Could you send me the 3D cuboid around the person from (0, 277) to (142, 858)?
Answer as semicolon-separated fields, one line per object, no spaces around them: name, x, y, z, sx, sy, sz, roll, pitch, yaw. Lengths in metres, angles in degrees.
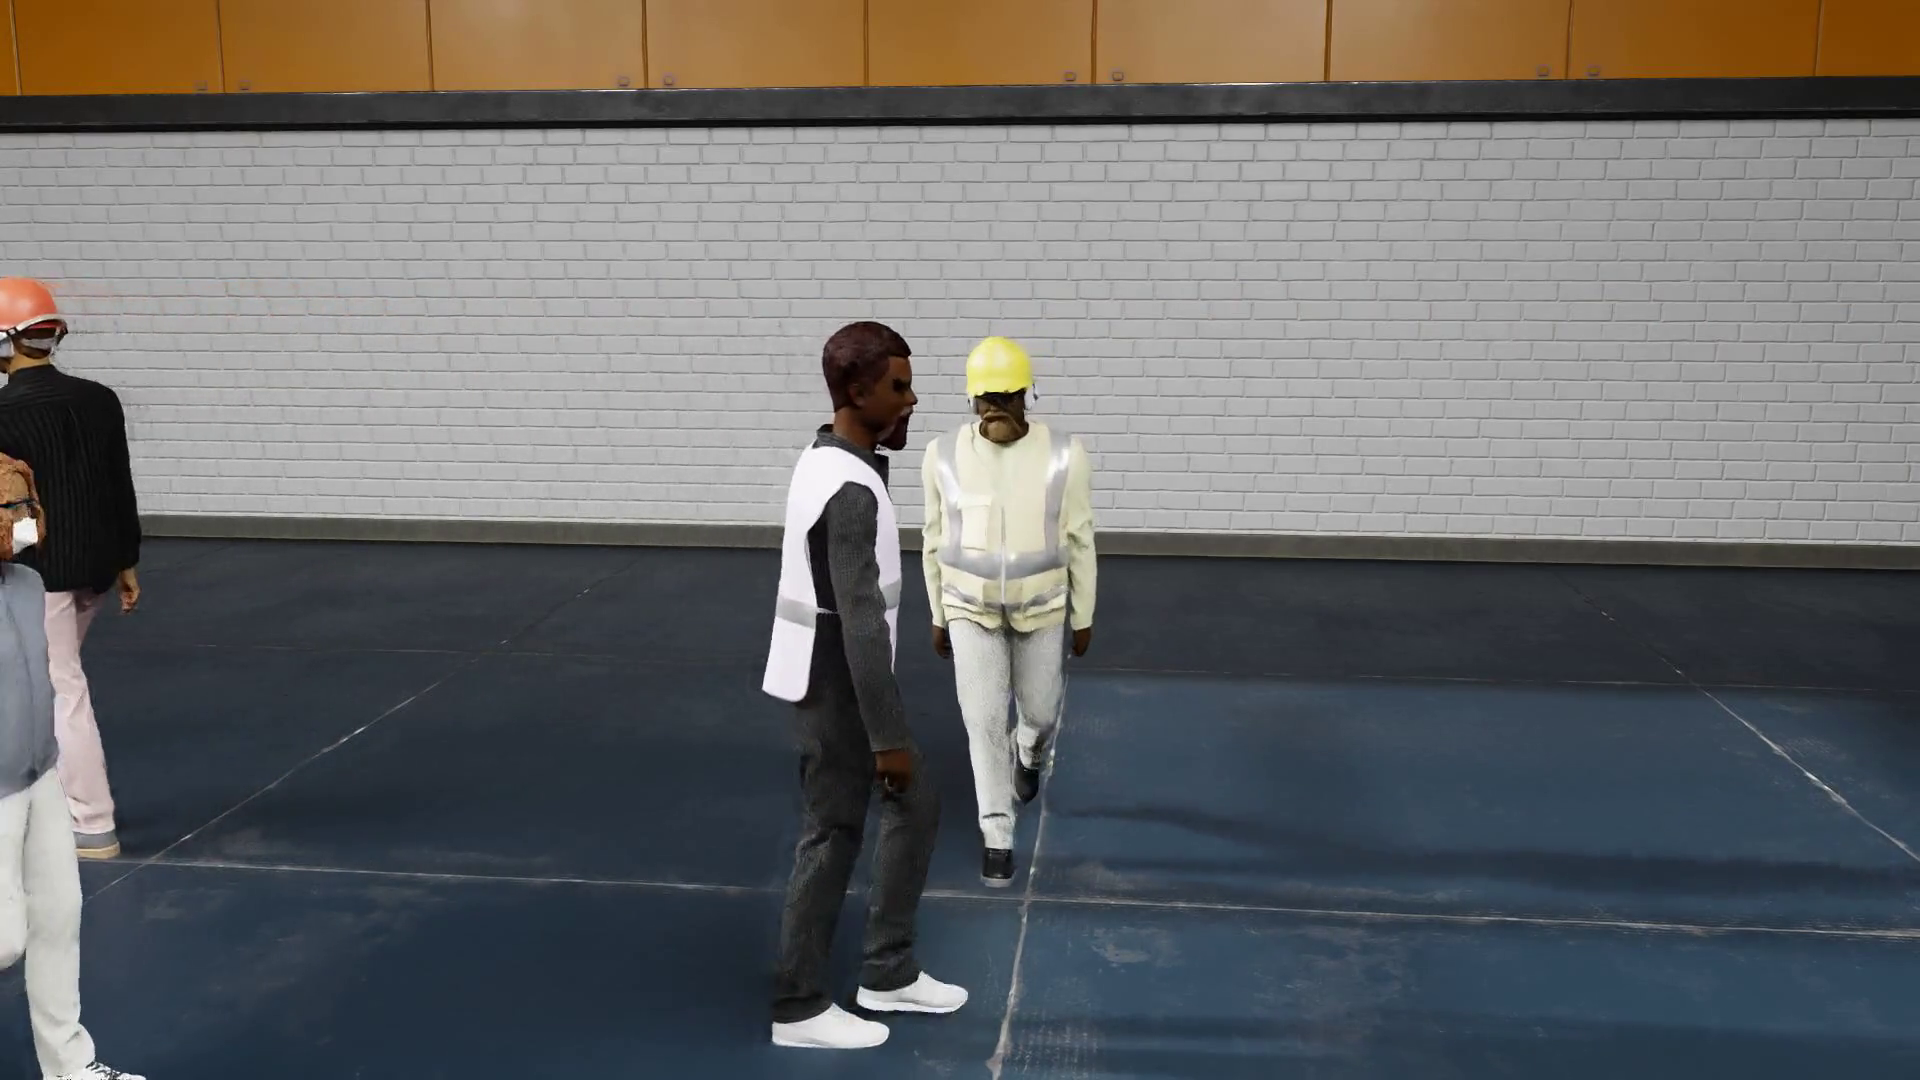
person;-3.174;0.109;5.659;0.675;1.974;0.643;3;10;16

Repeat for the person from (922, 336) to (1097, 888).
person;0.165;0.200;5.682;0.587;1.802;0.779;0;10;1

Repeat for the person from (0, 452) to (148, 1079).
person;-2.318;0.591;3.920;0.574;1.616;0.514;0;10;2

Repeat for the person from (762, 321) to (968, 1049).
person;-0.199;0.394;4.275;0.690;1.893;0.621;-1;10;-4
